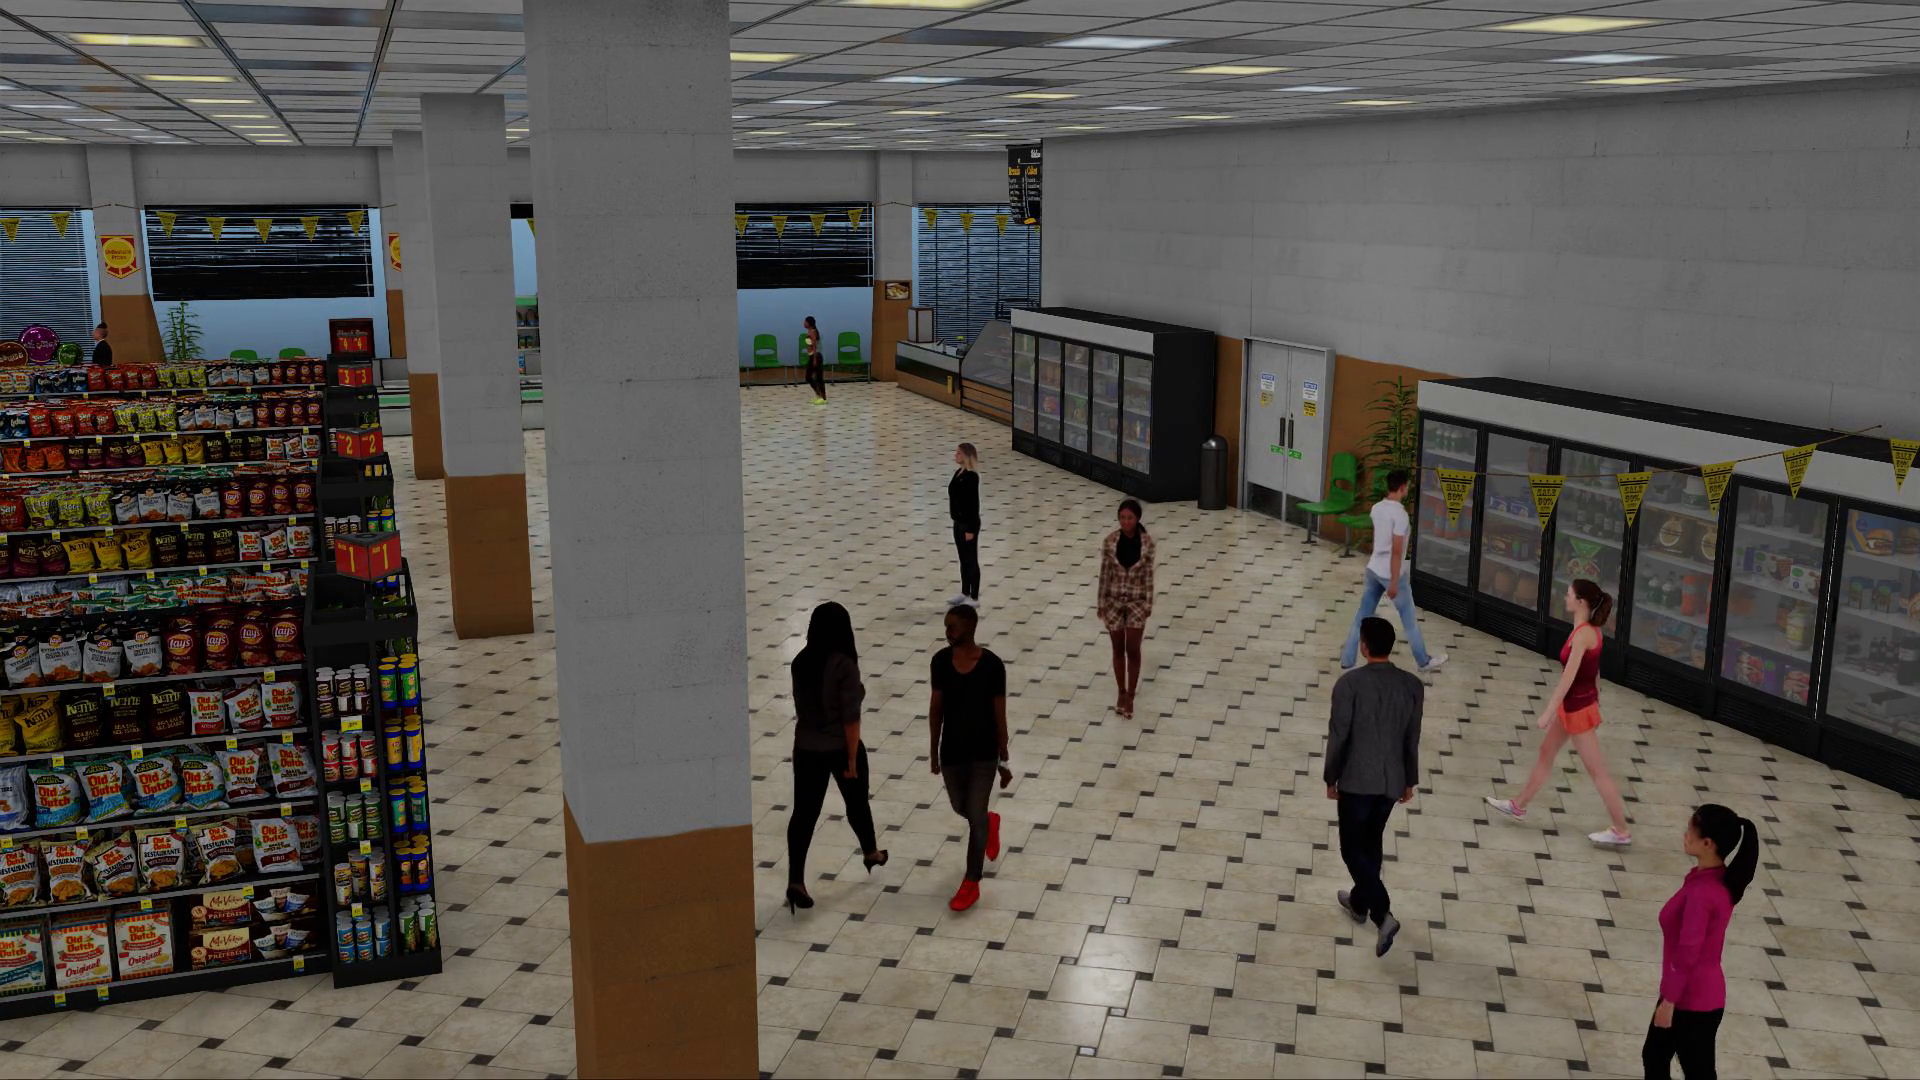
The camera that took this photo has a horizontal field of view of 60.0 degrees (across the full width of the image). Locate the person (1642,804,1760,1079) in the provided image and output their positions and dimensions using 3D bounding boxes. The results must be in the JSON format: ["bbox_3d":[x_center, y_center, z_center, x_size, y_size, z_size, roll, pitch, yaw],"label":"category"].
[{"bbox_3d":[3.144,1.945,6.908,1.063,1.672,1.056,7,14,29],"label":"person"}]

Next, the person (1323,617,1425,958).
[{"bbox_3d":[2.319,1.374,9.211,1.136,1.841,0.875,-2,12,-11],"label":"person"}]

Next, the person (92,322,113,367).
[{"bbox_3d":[-14.714,-2.778,28.669,0.579,1.948,0.693,-4,12,-18],"label":"person"}]

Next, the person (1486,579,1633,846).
[{"bbox_3d":[4.047,1.143,10.650,1.132,1.700,1.106,6,13,27],"label":"person"}]

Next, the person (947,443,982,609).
[{"bbox_3d":[0.076,-0.147,16.811,0.529,1.685,0.600,-4,12,-18],"label":"person"}]

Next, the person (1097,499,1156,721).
[{"bbox_3d":[1.335,0.538,13.337,0.755,1.776,0.811,3,12,16],"label":"person"}]

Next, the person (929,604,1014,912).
[{"bbox_3d":[0.095,1.244,9.978,1.156,1.778,1.194,4,13,20],"label":"person"}]

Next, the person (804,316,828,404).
[{"bbox_3d":[-2.814,-3.540,32.830,0.673,1.724,0.572,-5,13,-22],"label":"person"}]

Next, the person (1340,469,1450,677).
[{"bbox_3d":[3.569,0.336,14.252,1.174,1.795,0.677,-4,13,-20],"label":"person"}]

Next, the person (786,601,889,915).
[{"bbox_3d":[-0.826,1.304,9.666,1.122,1.790,1.217,6,13,27],"label":"person"}]
